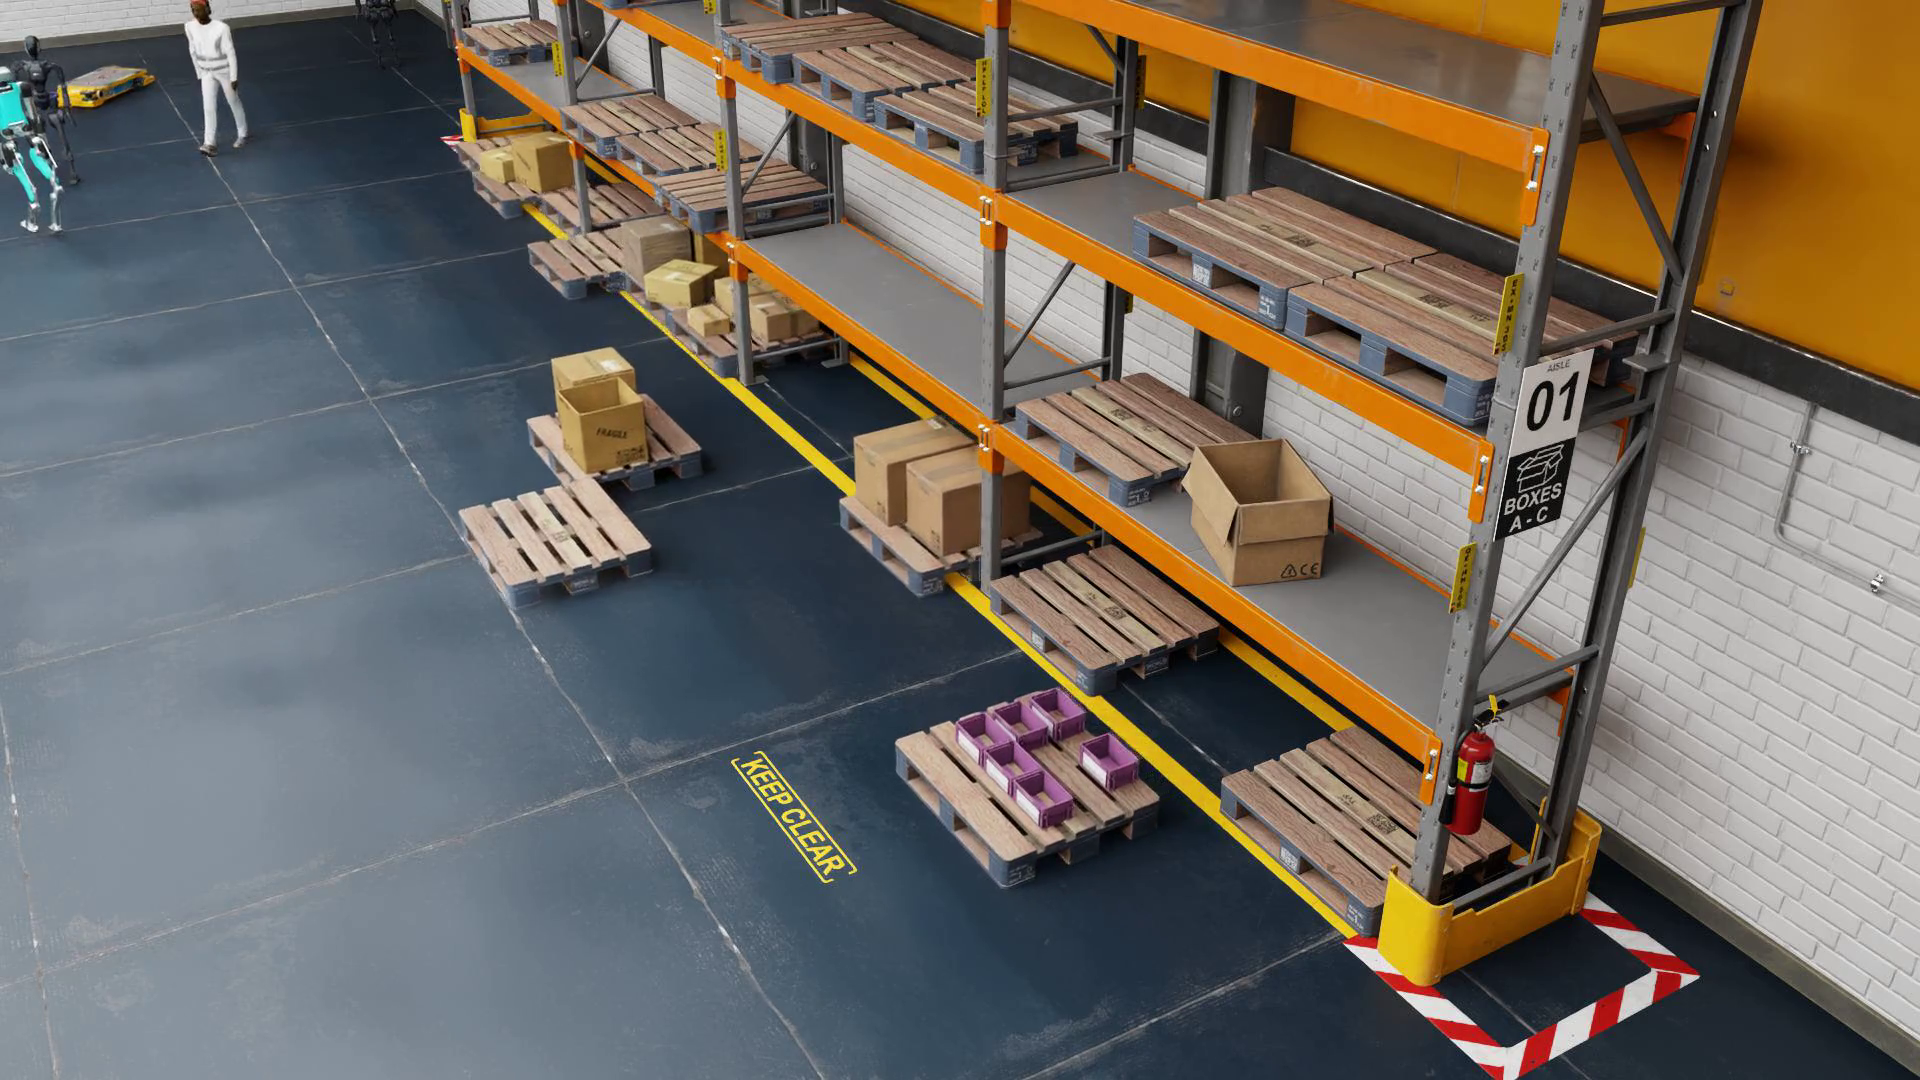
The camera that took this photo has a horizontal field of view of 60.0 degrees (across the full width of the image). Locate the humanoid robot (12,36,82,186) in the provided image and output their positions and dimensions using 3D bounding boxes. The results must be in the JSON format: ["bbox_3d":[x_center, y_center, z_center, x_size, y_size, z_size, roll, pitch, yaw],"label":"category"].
[{"bbox_3d":[-10.358,-4.856,18.797,0.595,1.632,0.611,-14,32,-23],"label":"humanoid robot"}]

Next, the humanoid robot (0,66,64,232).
[{"bbox_3d":[-9.575,-3.943,17.099,0.975,1.734,0.542,25,38,37],"label":"humanoid robot"}]

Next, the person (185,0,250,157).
[{"bbox_3d":[-8.865,-5.503,19.755,0.606,1.831,0.963,3,30,4],"label":"person"}]

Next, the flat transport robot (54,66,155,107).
[{"bbox_3d":[-11.573,-6.118,22.432,0.659,0.231,1.431,4,30,8],"label":"flat transport robot"}]

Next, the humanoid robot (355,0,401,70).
[{"bbox_3d":[-8.230,-7.507,23.439,0.599,1.659,0.315,-16,33,-26],"label":"humanoid robot"}]
